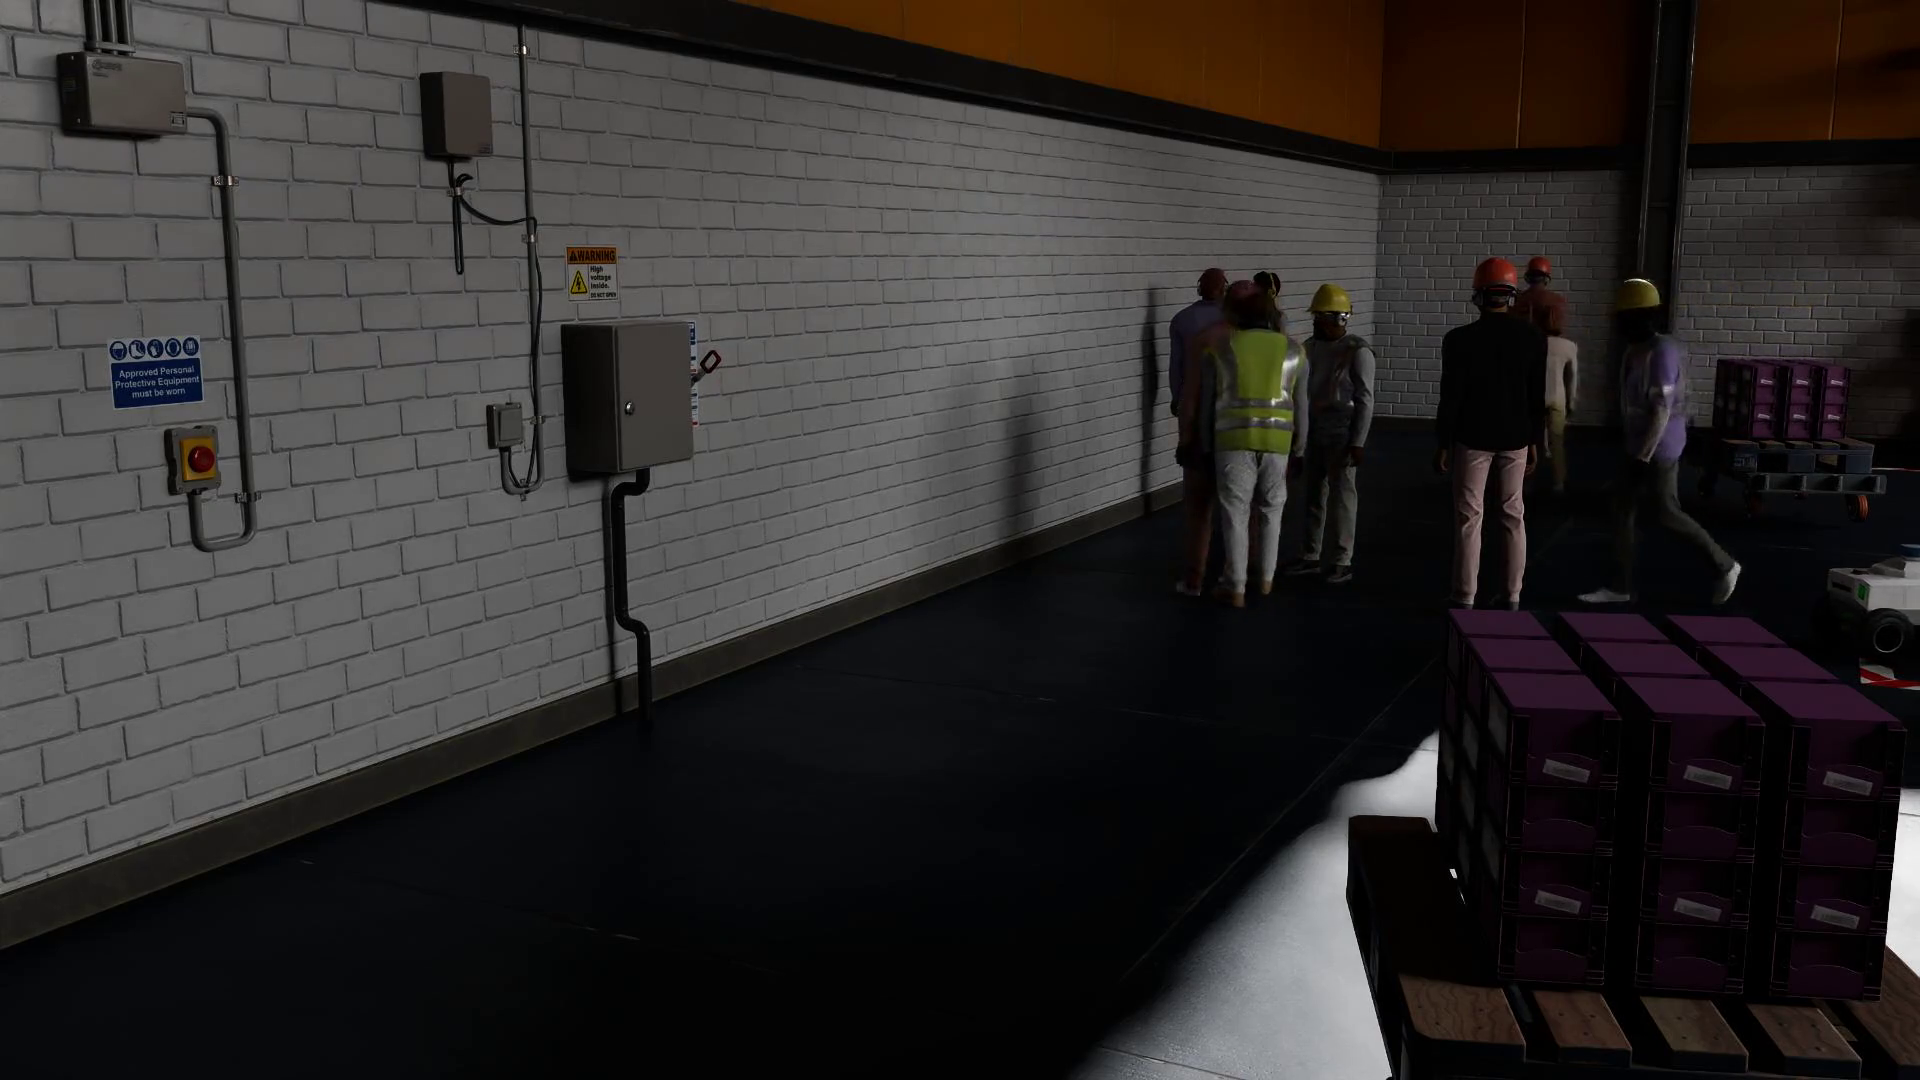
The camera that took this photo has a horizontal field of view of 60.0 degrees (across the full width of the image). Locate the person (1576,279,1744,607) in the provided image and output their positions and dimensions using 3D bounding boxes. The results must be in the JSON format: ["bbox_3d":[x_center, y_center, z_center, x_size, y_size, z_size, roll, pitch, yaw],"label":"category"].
[{"bbox_3d":[4.050,-0.544,9.503,0.847,1.887,0.603,0,10,0],"label":"person"}]

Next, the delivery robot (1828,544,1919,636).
[{"bbox_3d":[4.780,0.264,8.372,0.707,0.478,0.477,0,10,-1],"label":"delivery robot"}]

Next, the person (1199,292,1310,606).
[{"bbox_3d":[1.706,-0.533,9.708,0.628,1.798,0.662,0,10,0],"label":"person"}]

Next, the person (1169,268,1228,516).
[{"bbox_3d":[1.916,-1.108,12.676,0.636,1.911,0.404,2,10,13],"label":"person"}]

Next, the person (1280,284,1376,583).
[{"bbox_3d":[2.268,-0.655,10.264,0.404,1.834,0.592,-6,12,-32],"label":"person"}]

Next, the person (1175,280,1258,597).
[{"bbox_3d":[1.586,-0.600,9.885,0.673,1.886,0.420,-4,11,-23],"label":"person"}]

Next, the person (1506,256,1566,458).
[{"bbox_3d":[5.695,-1.794,16.419,0.645,1.983,0.594,8,12,38],"label":"person"}]

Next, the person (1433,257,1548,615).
[{"bbox_3d":[2.913,-0.547,9.174,0.609,1.995,0.378,-1,10,-6],"label":"person"}]

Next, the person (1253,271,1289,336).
[{"bbox_3d":[2.519,-1.281,13.799,0.329,1.868,0.514,-3,10,-18],"label":"person"}]

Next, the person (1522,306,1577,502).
[{"bbox_3d":[4.818,-1.118,13.638,0.510,1.600,0.816,1,10,3],"label":"person"}]
